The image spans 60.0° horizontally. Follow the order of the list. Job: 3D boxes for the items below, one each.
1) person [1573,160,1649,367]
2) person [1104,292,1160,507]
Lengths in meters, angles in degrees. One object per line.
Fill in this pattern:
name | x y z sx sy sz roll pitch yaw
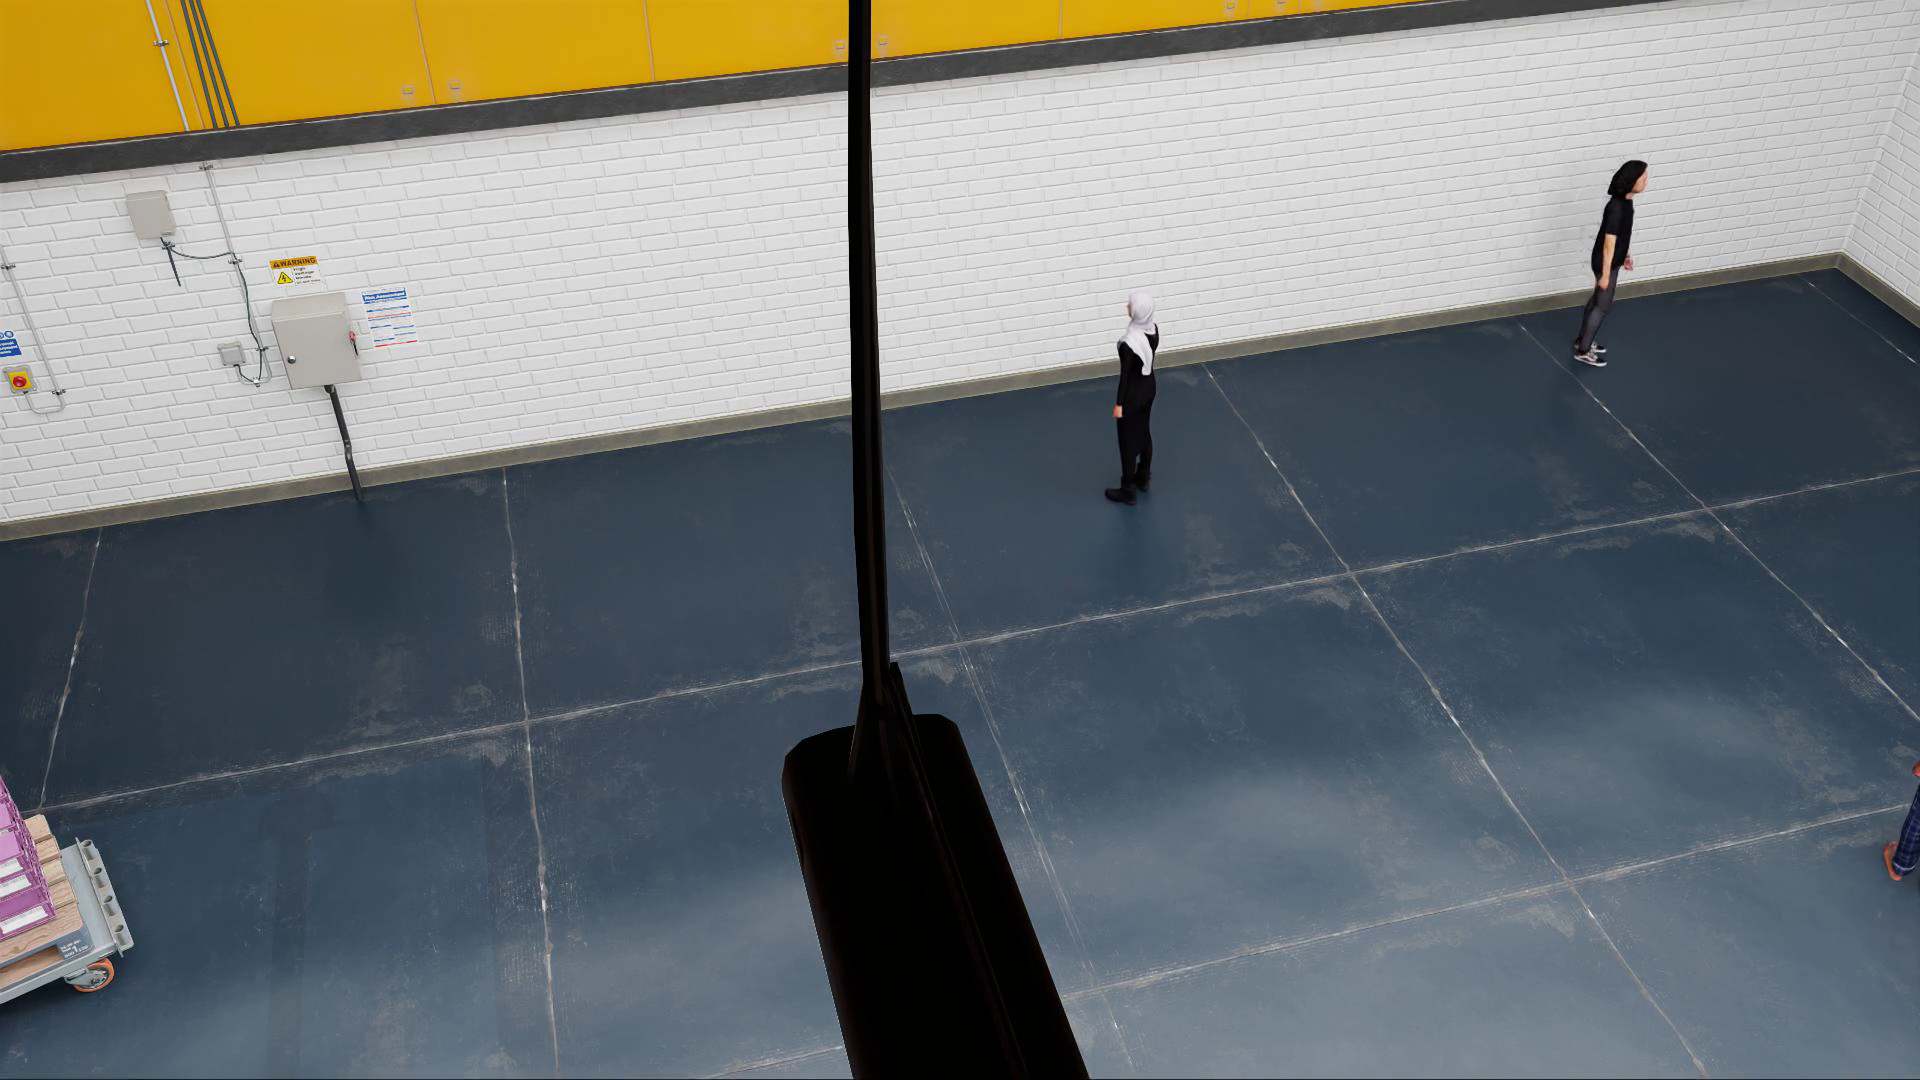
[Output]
person | 5.454 -2.387 14.059 0.814 1.831 0.737 16 41 19
person | 1.327 -1.059 12.440 0.720 1.776 0.678 25 45 27
